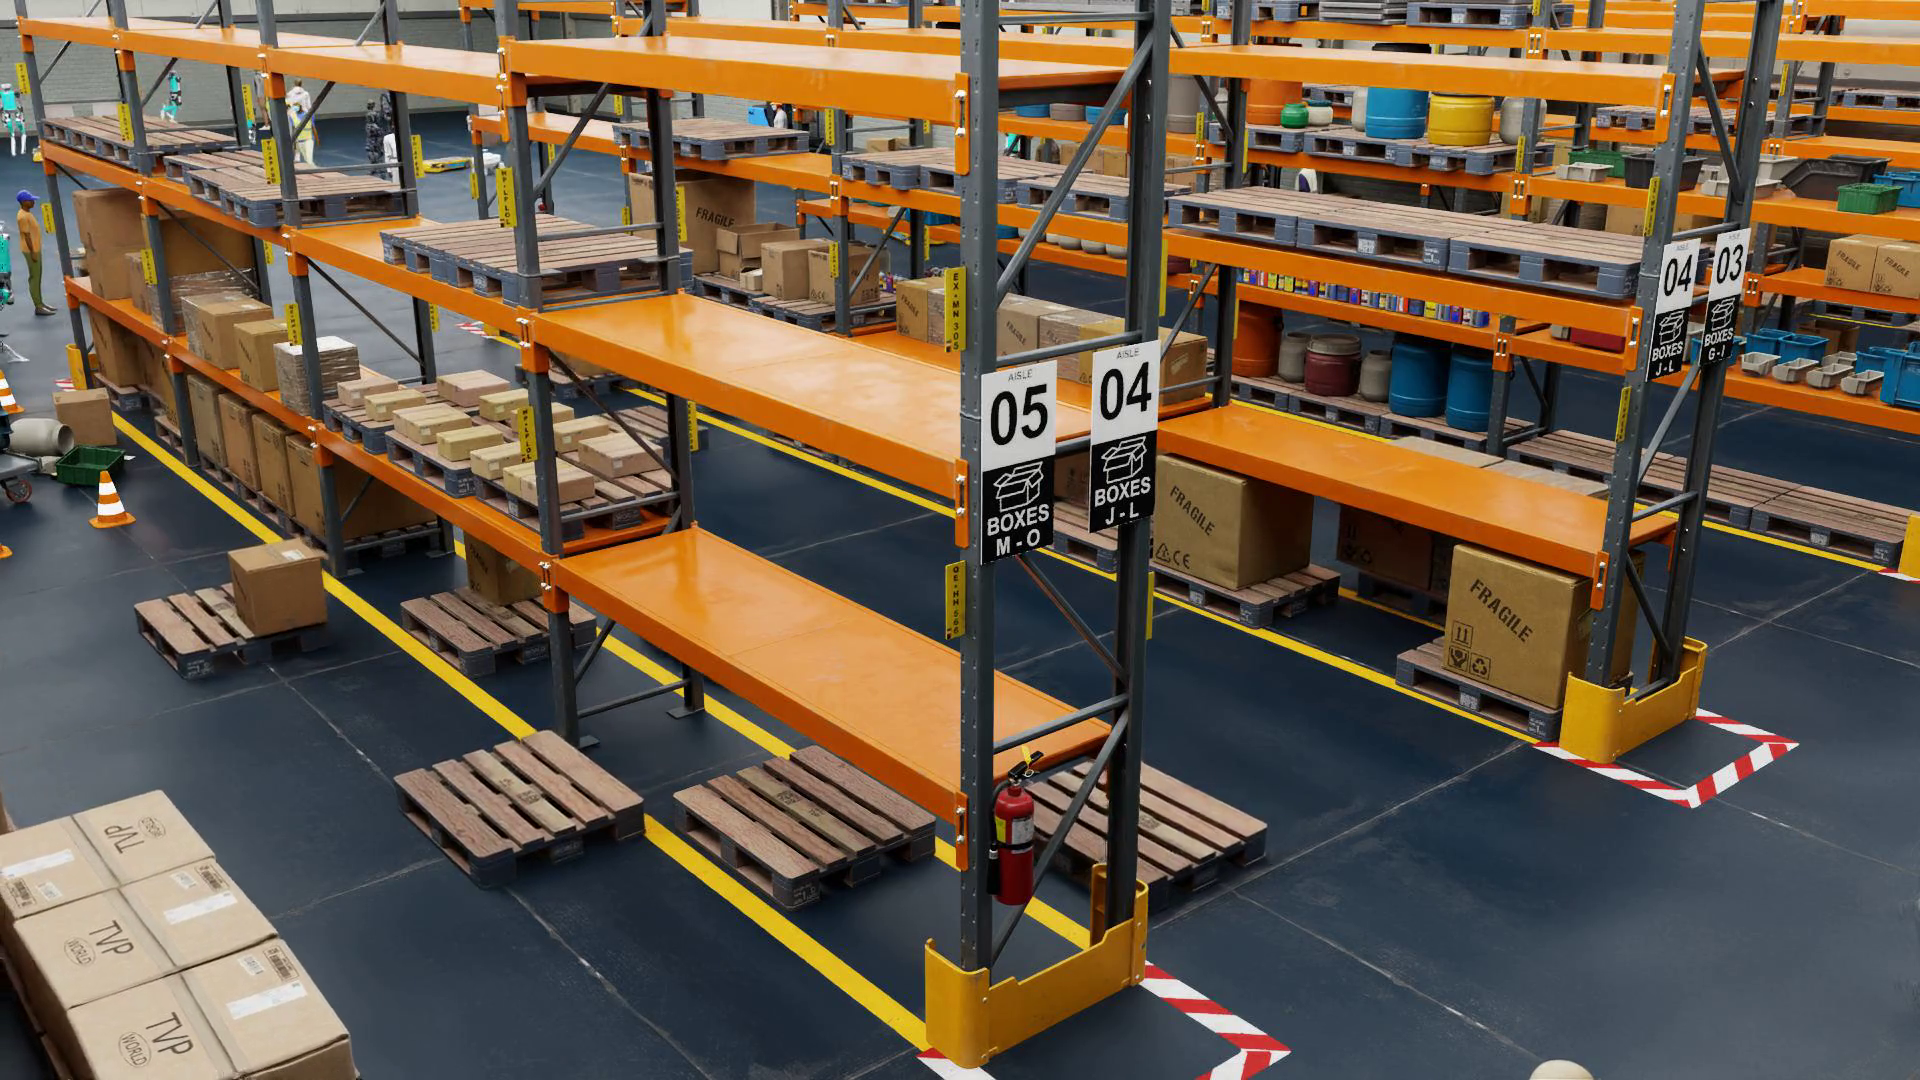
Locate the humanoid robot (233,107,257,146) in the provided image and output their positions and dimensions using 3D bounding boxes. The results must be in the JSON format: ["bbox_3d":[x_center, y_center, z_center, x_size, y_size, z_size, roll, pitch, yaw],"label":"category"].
[{"bbox_3d":[-16.350,-9.144,37.787,0.978,1.756,0.547,16,25,39],"label":"humanoid robot"}]

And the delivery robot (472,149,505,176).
[{"bbox_3d":[-10.822,-8.635,38.104,0.499,0.610,0.788,7,21,19],"label":"delivery robot"}]

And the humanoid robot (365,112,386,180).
[{"bbox_3d":[-12.520,-8.327,35.595,0.774,1.633,0.611,0,19,-1],"label":"humanoid robot"}]

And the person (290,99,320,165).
[{"bbox_3d":[-14.331,-8.749,36.481,0.538,1.846,0.924,1,19,2],"label":"person"}]

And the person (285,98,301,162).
[{"bbox_3d":[-15.065,-9.032,37.396,0.543,1.747,0.475,-5,20,-14],"label":"person"}]

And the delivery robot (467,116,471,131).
[{"bbox_3d":[-13.764,-11.894,47.340,0.499,0.585,0.765,-12,23,-31],"label":"delivery robot"}]

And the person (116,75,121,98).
[{"bbox_3d":[-22.039,-11.395,43.995,0.465,1.845,0.780,1,19,4],"label":"person"}]

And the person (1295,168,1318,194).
[{"bbox_3d":[5.587,-5.381,26.908,0.409,1.830,0.575,8,21,21],"label":"person"}]

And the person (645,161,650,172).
[{"bbox_3d":[-6.089,-7.598,33.336,0.474,1.743,0.342,-6,20,-16],"label":"person"}]

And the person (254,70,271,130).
[{"bbox_3d":[-20.032,-12.750,47.800,0.388,1.876,0.504,4,20,10],"label":"person"}]

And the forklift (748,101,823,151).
[{"bbox_3d":[-4.526,-11.368,42.374,1.129,2.768,1.873,-15,24,-37],"label":"forklift"}]

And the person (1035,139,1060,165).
[{"bbox_3d":[1.637,-6.823,31.099,0.551,1.760,0.401,-6,20,-15],"label":"person"}]

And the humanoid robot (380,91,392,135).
[{"bbox_3d":[-14.818,-11.094,43.361,0.599,1.659,0.315,-2,19,-6],"label":"humanoid robot"}]

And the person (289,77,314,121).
[{"bbox_3d":[-16.578,-10.696,41.930,0.533,1.890,0.779,-4,20,-12],"label":"person"}]

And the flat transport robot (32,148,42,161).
[{"bbox_3d":[-22.480,-9.509,40.999,0.659,0.231,1.431,-10,22,-26],"label":"flat transport robot"}]

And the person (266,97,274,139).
[{"bbox_3d":[-18.544,-11.617,44.855,0.321,1.688,0.528,-10,21,-25],"label":"person"}]

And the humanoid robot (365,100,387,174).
[{"bbox_3d":[-13.408,-9.233,38.083,0.337,1.648,0.598,2,20,7],"label":"humanoid robot"}]

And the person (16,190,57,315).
[{"bbox_3d":[-12.851,-3.995,23.120,0.352,1.717,0.455,-8,21,-21],"label":"person"}]

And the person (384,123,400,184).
[{"bbox_3d":[-10.581,-7.034,31.542,0.572,1.877,0.349,-6,20,-17],"label":"person"}]

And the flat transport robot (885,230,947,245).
[{"bbox_3d":[-0.788,-5.369,29.215,0.659,0.231,1.431,-7,21,-20],"label":"flat transport robot"}]

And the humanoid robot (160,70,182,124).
[{"bbox_3d":[-22.291,-12.279,46.748,0.570,1.777,1.036,16,25,38],"label":"humanoid robot"}]

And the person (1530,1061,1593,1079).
[{"bbox_3d":[1.675,2.345,4.960,0.393,1.796,0.593,-12,23,-30],"label":"person"}]

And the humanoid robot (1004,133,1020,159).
[{"bbox_3d":[0.869,-7.365,32.736,1.033,1.743,0.541,-13,23,-33],"label":"humanoid robot"}]

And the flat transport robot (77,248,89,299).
[{"bbox_3d":[-12.270,-3.730,24.553,0.659,0.231,1.431,18,26,41],"label":"flat transport robot"}]

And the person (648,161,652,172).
[{"bbox_3d":[-5.078,-5.994,28.436,0.367,1.966,0.606,6,20,16],"label":"person"}]

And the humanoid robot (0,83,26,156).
[{"bbox_3d":[-23.701,-10.533,41.687,0.538,1.799,0.666,-6,20,-16],"label":"humanoid robot"}]

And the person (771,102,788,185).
[{"bbox_3d":[-3.923,-8.711,36.295,0.391,1.888,0.574,-1,19,-3],"label":"person"}]

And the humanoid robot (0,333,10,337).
[{"bbox_3d":[-12.745,-3.408,21.513,0.600,1.639,0.528,7,20,19],"label":"humanoid robot"}]

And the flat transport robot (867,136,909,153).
[{"bbox_3d":[-1.490,-8.140,37.102,0.659,0.231,1.431,2,20,7],"label":"flat transport robot"}]

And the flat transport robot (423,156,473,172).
[{"bbox_3d":[-12.020,-8.814,39.020,0.659,0.231,1.431,11,22,28],"label":"flat transport robot"}]

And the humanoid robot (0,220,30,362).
[{"bbox_3d":[-11.998,-2.994,20.301,0.920,1.789,0.549,-4,20,-11],"label":"humanoid robot"}]
